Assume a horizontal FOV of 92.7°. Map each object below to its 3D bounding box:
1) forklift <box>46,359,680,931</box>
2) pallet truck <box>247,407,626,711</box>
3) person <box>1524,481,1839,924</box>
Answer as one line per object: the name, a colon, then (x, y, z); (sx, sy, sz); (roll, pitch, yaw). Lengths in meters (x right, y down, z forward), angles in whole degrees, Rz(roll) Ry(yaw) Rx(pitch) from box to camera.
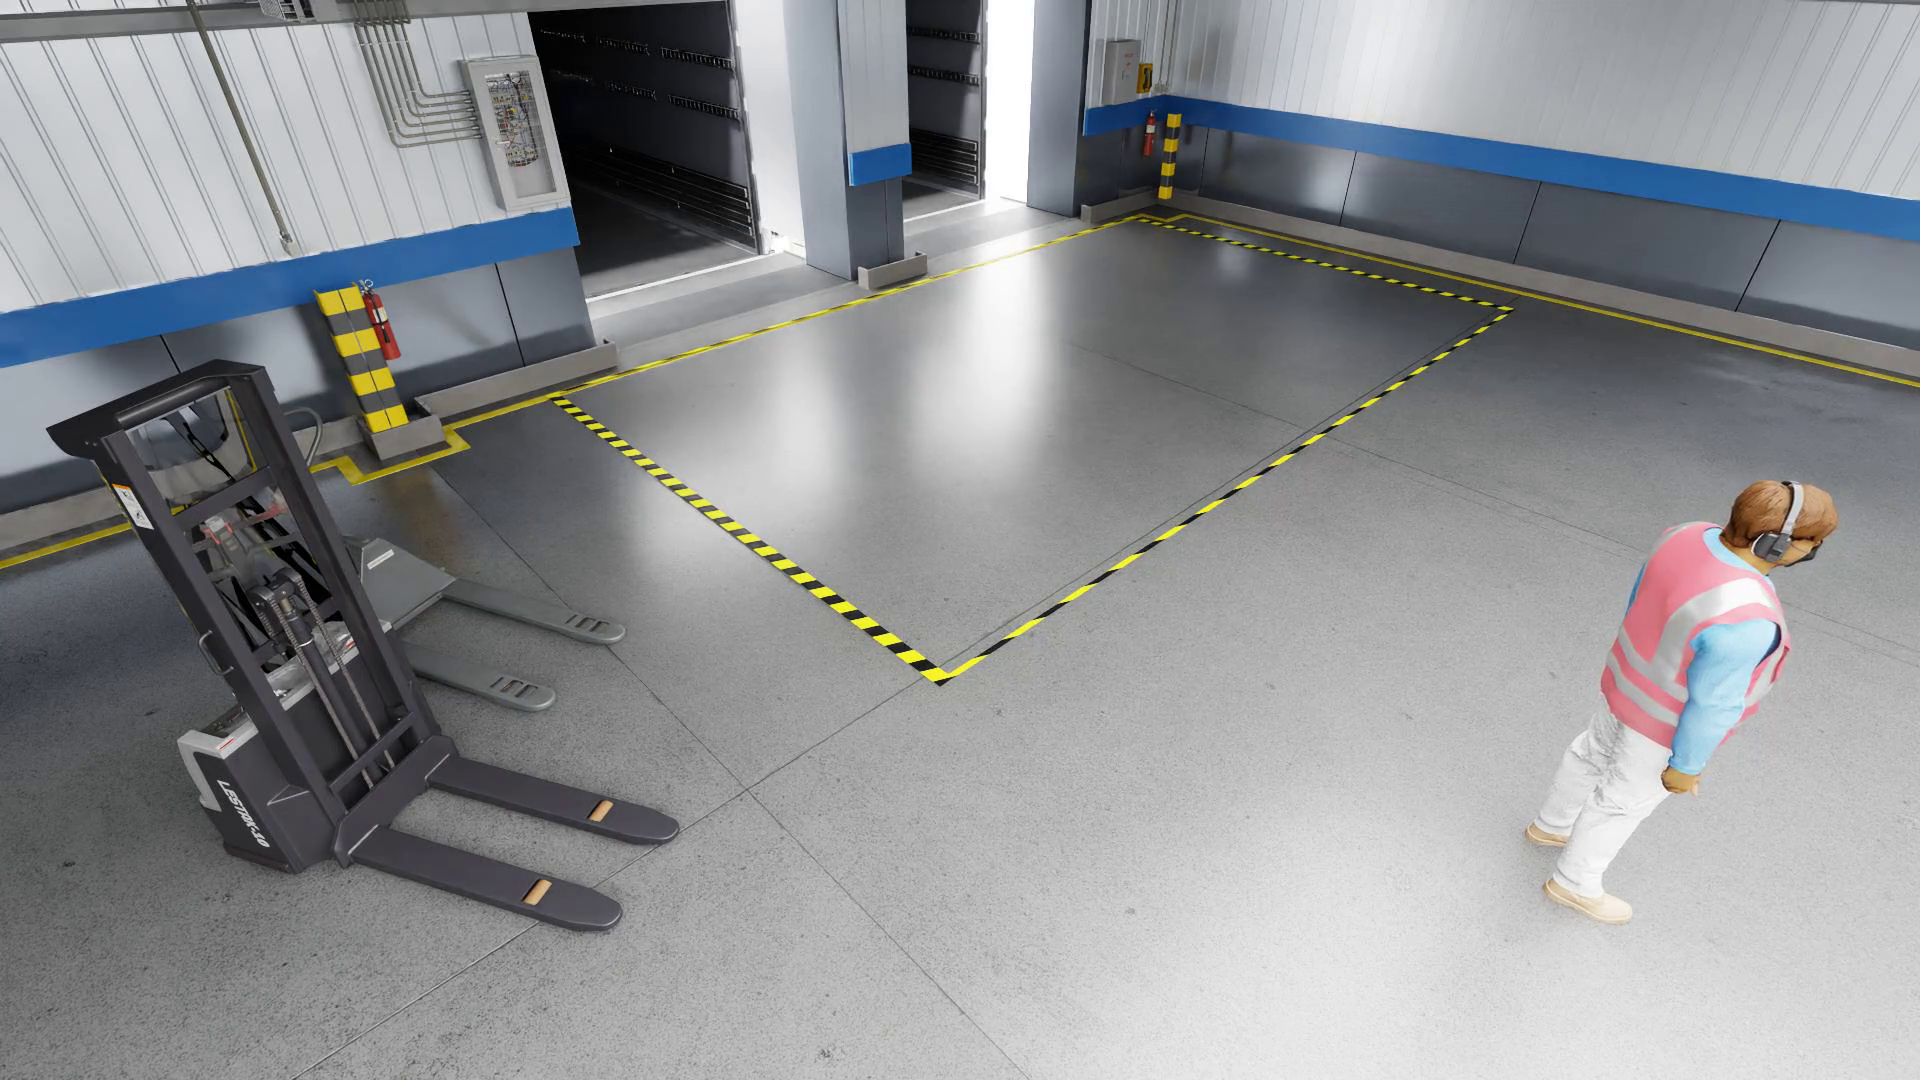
forklift: (-2.135, 0.422, 3.354); (1.885, 1.965, 0.823); (10, 35, 14)
pallet truck: (-2.628, 0.038, 4.590); (1.601, 1.201, 0.680); (12, 36, 18)
person: (2.490, 0.595, 3.236); (0.429, 1.842, 0.632); (9, 35, 13)
